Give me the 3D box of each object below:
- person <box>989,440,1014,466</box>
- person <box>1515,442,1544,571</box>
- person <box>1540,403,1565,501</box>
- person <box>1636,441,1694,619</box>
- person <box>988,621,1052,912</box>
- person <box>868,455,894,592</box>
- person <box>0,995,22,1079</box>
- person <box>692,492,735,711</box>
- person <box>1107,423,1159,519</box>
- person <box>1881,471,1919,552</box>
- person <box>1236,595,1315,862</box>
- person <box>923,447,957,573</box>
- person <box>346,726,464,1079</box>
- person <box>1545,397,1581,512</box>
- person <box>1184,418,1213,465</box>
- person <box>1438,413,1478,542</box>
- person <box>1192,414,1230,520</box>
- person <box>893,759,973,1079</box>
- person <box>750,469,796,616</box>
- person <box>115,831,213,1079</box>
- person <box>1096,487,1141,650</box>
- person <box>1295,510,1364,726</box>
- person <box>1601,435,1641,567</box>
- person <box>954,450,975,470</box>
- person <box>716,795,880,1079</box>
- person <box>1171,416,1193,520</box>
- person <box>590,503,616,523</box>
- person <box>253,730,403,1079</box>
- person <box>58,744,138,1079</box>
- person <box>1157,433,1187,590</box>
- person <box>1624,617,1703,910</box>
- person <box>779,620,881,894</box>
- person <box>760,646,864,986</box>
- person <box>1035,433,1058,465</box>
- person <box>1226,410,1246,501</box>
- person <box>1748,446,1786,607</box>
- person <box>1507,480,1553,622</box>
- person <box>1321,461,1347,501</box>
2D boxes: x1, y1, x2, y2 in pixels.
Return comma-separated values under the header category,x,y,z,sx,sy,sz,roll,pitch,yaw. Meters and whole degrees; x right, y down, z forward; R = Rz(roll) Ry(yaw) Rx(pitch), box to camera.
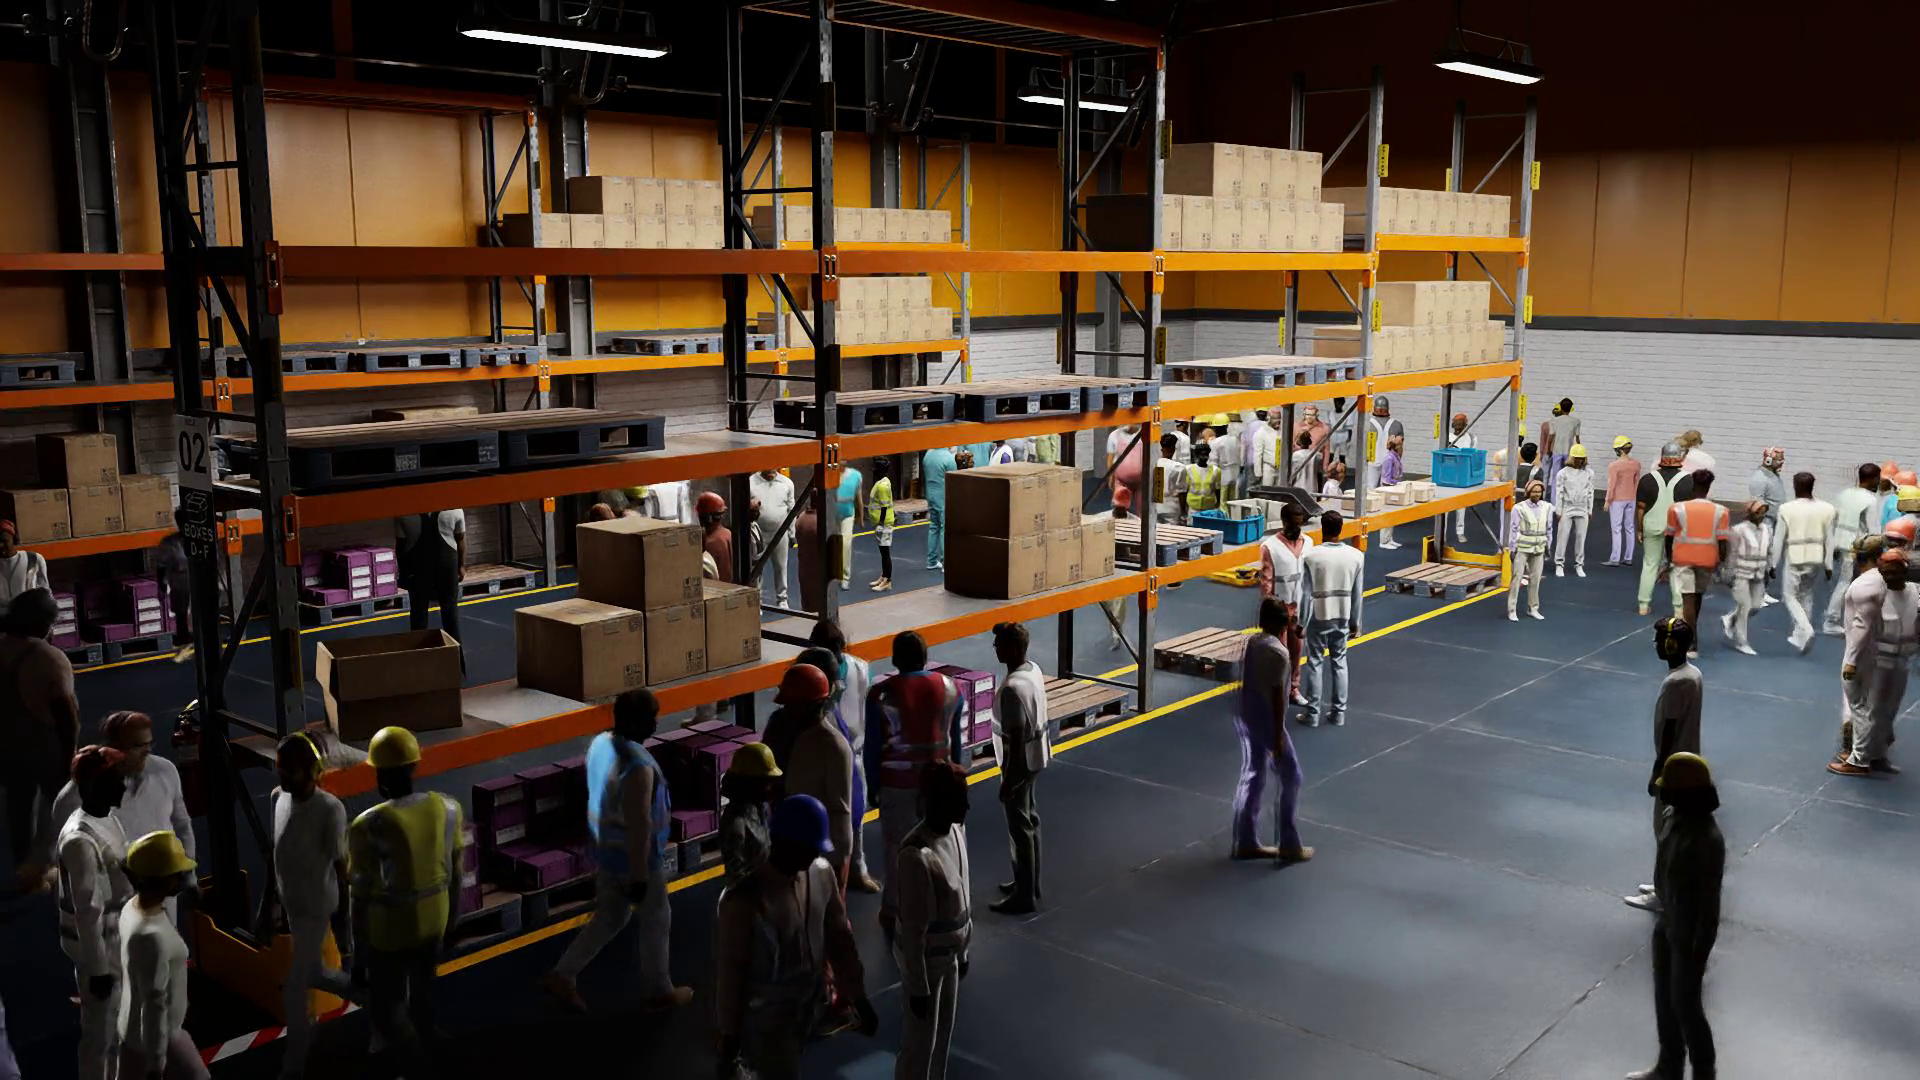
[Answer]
category,x,y,z,sx,sy,sz,roll,pitch,yaw
person,0.570,-0.678,22.911,0.389,1.847,0.567,-2,10,-12
person,7.462,-0.440,21.934,0.321,1.697,0.530,-7,12,-37
person,9.826,-1.386,27.426,0.535,1.753,0.341,7,12,37
person,8.124,-0.134,19.088,0.683,2.000,0.535,6,11,33
person,0.381,1.416,10.424,0.373,1.840,0.572,2,10,14
person,-0.972,-0.210,20.569,0.318,1.697,0.535,-1,10,-6
person,-3.554,2.170,5.822,0.770,1.892,0.467,-3,10,-19
person,-2.225,0.557,15.097,0.395,1.994,0.612,2,10,14
person,2.503,-0.918,23.765,0.823,2.000,0.534,1,10,7
person,10.544,0.079,18.718,0.352,1.738,0.573,5,11,27
person,2.148,1.283,11.345,0.634,1.798,0.558,-3,10,-20
person,-0.212,-0.520,21.834,0.400,1.899,0.650,-6,11,-34
person,-2.586,1.819,7.819,0.611,1.919,0.625,8,12,38
person,9.806,-1.383,27.051,0.537,1.869,0.312,2,10,14
person,3.702,-1.194,25.466,0.612,2.029,0.407,5,11,29
person,7.202,-0.899,24.123,0.576,1.881,0.352,0,10,2
person,3.676,-0.986,24.564,0.675,1.910,0.593,0,10,-1
person,-0.116,1.895,7.483,0.353,1.877,0.571,3,10,19
person,-2.200,-0.074,19.159,0.645,1.900,0.399,-3,10,-16
person,-3.389,2.053,6.982,0.893,1.725,0.535,-7,12,-37
person,1.672,0.278,17.691,0.613,1.691,0.848,1,10,9
person,3.239,0.691,14.576,0.598,1.907,0.408,-3,10,-15
person,8.815,-0.513,22.187,0.524,1.763,0.324,-4,10,-22
person,0.010,-0.157,19.847,0.350,1.837,0.502,-3,10,-18
person,-0.689,1.973,6.961,0.968,1.875,0.598,7,12,34
person,3.210,-0.938,24.229,0.387,1.929,0.544,-4,10,-24
person,-3.596,0.433,16.913,0.287,1.631,0.501,-2,10,-10
person,-3.146,1.798,8.156,0.523,1.841,0.862,7,12,38
person,-3.928,1.862,7.639,0.342,1.881,0.579,-3,10,-19
person,2.562,-0.359,20.697,0.601,1.958,0.373,8,12,40
person,4.460,1.405,10.469,0.344,1.856,0.525,7,12,35
person,-0.793,1.408,10.588,0.688,1.832,0.429,-4,10,-24
person,-0.790,1.542,9.078,0.535,2.000,0.691,4,10,23
person,1.367,-1.269,26.679,0.328,1.769,0.525,-6,11,-31
person,4.458,-1.355,27.303,0.491,1.732,0.324,3,10,18
person,9.551,-0.163,19.688,0.403,1.900,0.644,8,13,41
person,6.437,0.121,18.813,0.528,1.627,0.325,-3,10,-15
person,4.561,-0.155,20.409,0.314,1.639,0.515,1,10,6
